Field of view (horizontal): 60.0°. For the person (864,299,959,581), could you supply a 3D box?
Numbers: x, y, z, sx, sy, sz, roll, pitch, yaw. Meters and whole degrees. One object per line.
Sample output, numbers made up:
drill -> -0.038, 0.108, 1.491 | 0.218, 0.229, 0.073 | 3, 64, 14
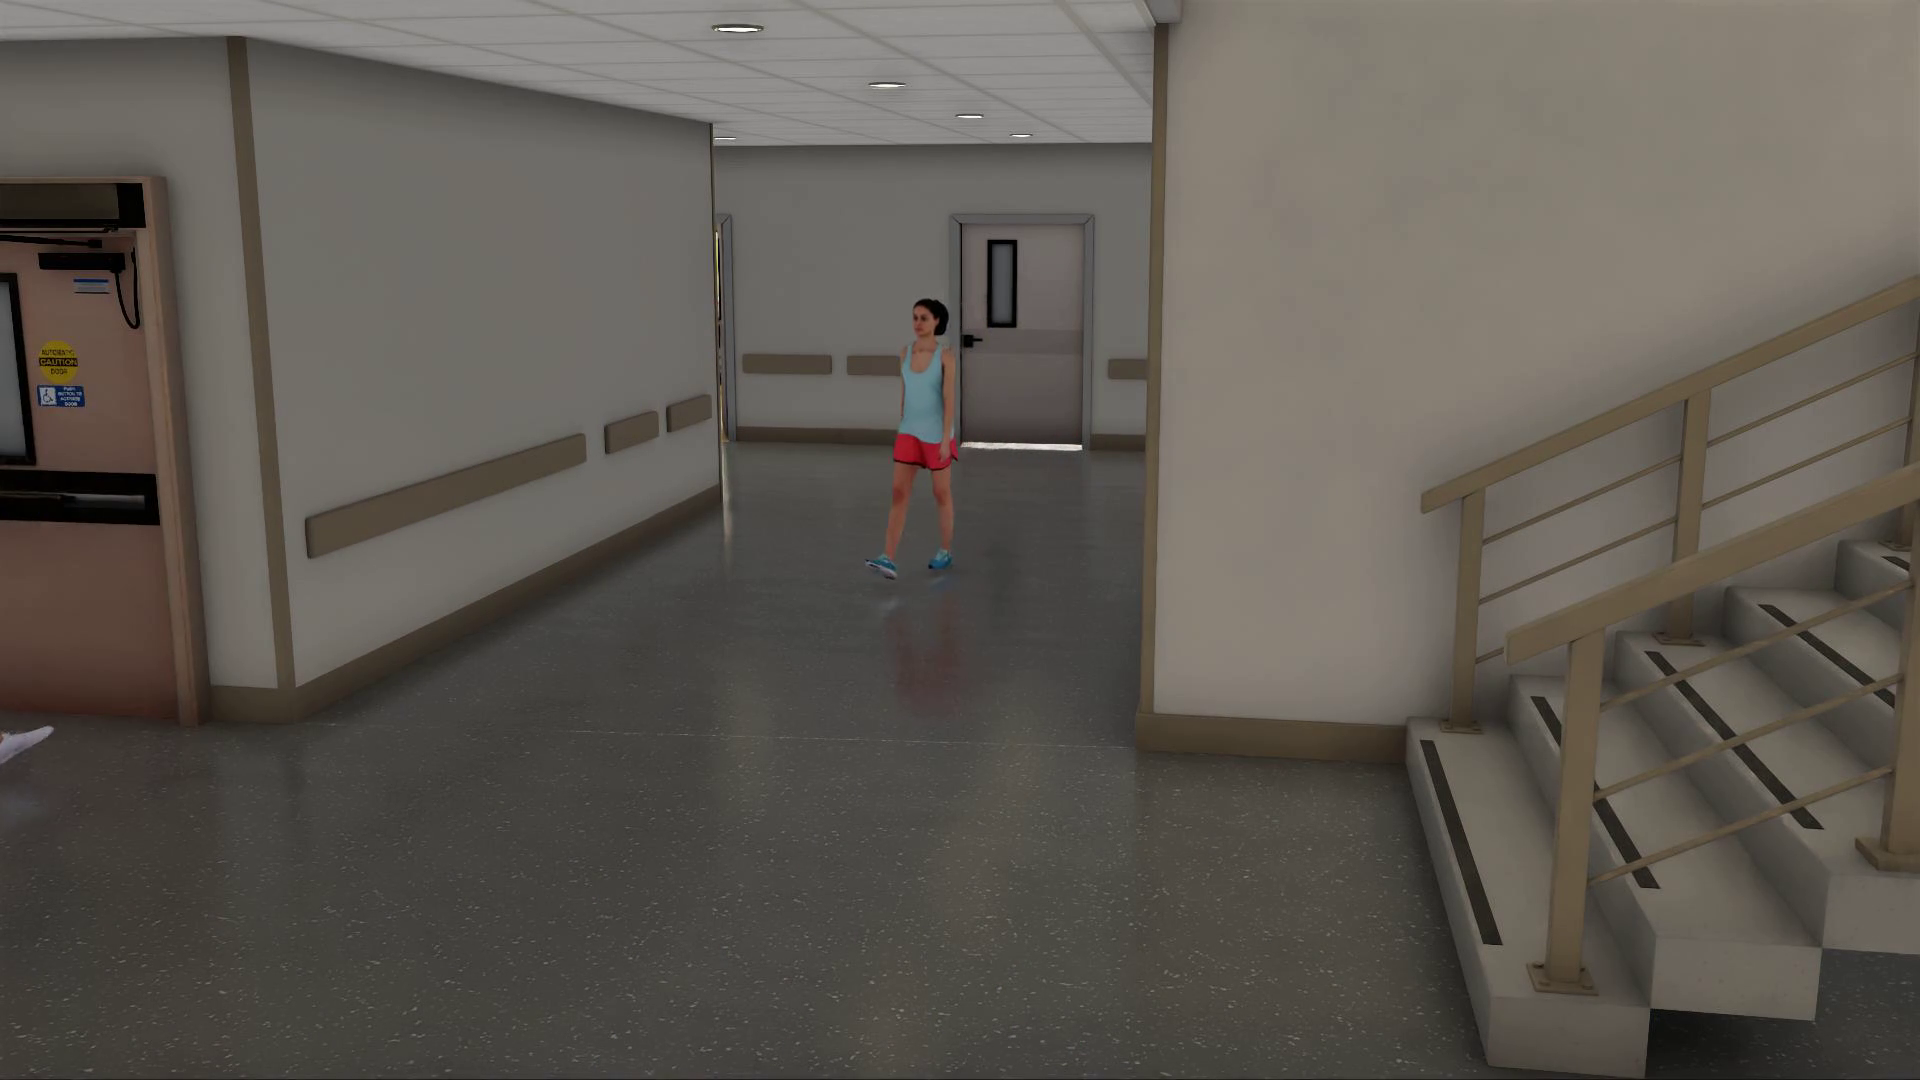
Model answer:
person -> -0.163, -0.617, 10.475 | 1.141, 1.724, 0.945 | 6, 12, 30
